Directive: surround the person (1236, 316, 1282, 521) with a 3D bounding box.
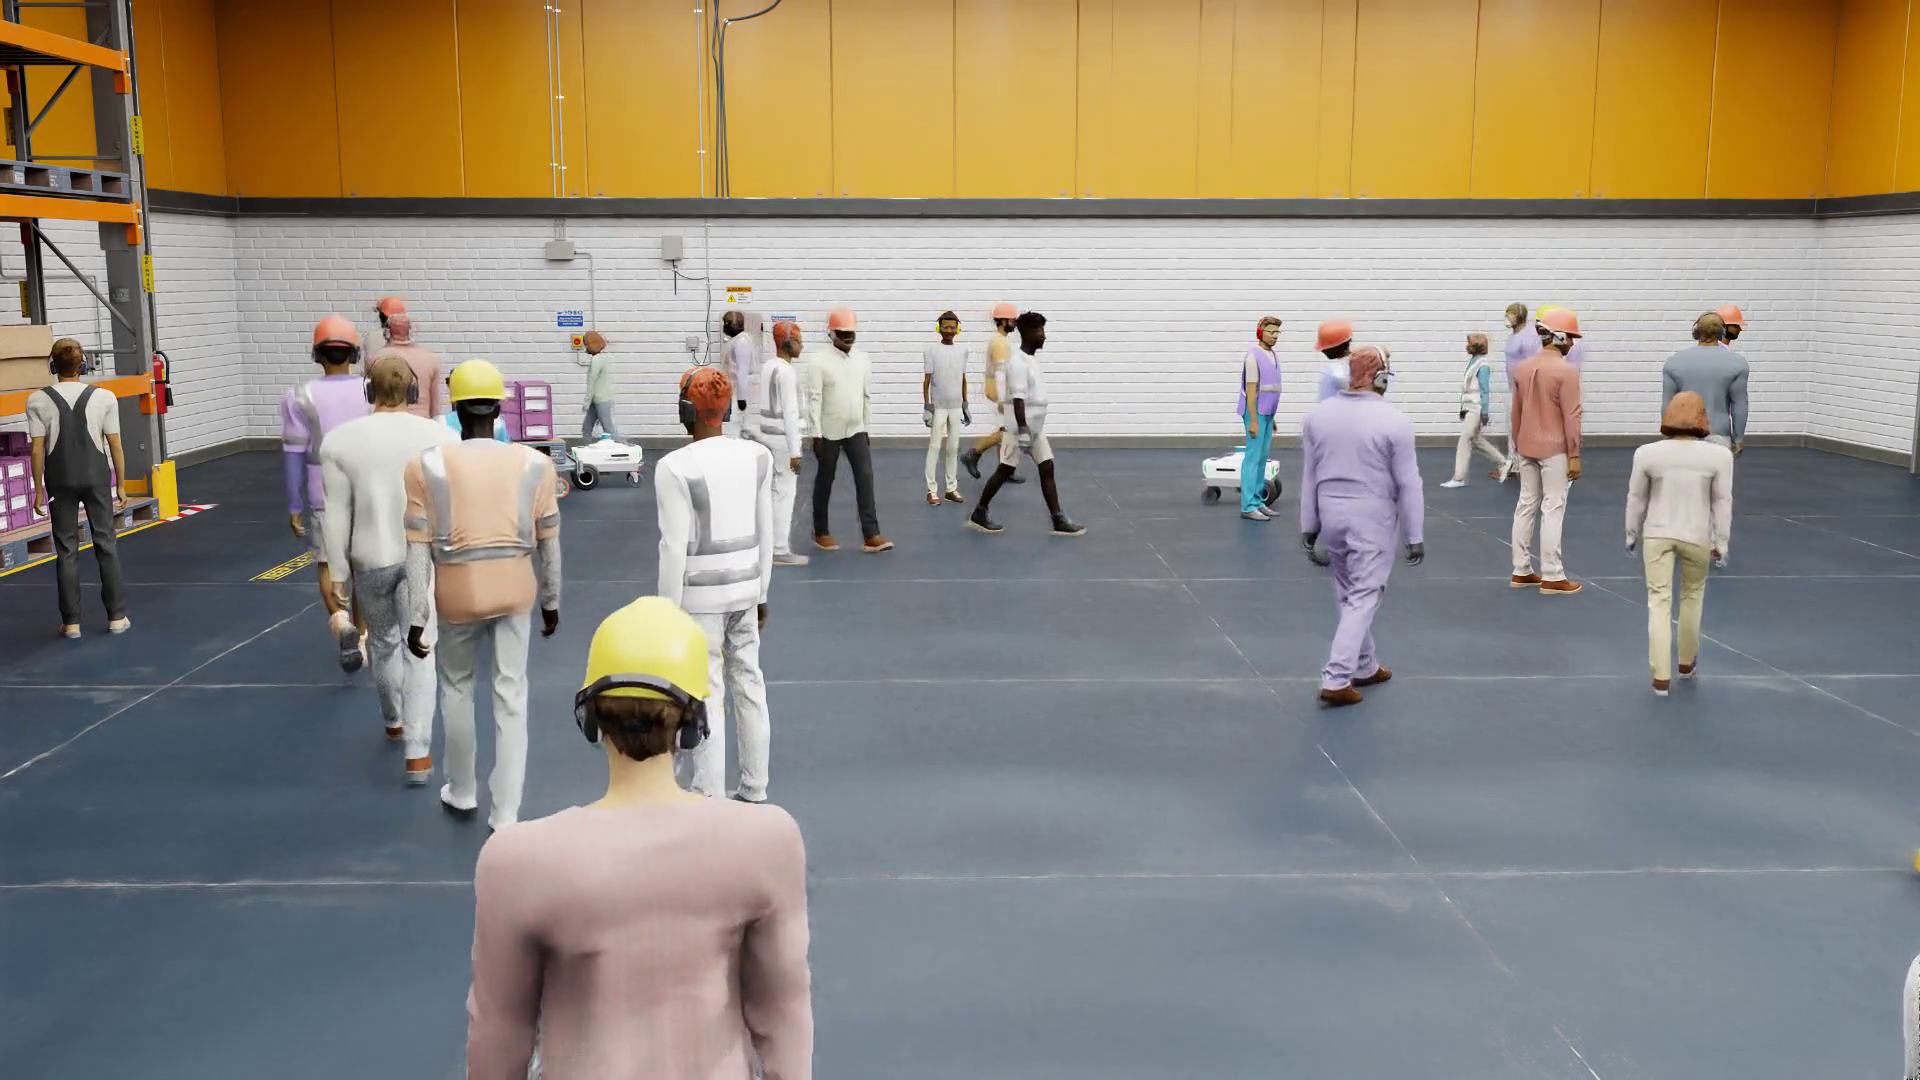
[{"bbox_3d":[2.721,-1.104,15.093,0.397,1.840,0.563,5,11,30],"label":"person"}]

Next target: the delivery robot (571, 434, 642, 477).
[{"bbox_3d":[-3.661,-0.862,17.254,0.707,0.478,0.477,-3,10,-15],"label":"delivery robot"}]

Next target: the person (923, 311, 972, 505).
[{"bbox_3d":[-0.119,-1.271,16.049,0.514,1.865,0.327,-5,11,-30],"label":"person"}]

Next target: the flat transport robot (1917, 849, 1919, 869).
[{"bbox_3d":[3.870,1.248,5.470,0.652,0.197,1.431,0,9,2],"label":"flat transport robot"}]

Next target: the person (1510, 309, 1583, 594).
[{"bbox_3d":[4.133,-0.618,11.670,0.391,1.986,0.608,-4,10,-23],"label":"person"}]

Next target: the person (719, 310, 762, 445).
[{"bbox_3d":[-2.370,-1.637,18.442,0.721,1.820,0.635,-1,9,-5],"label":"person"}]

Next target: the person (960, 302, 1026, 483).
[{"bbox_3d":[0.367,-1.535,17.477,0.599,1.925,0.561,0,9,0],"label":"person"}]

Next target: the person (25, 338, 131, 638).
[{"bbox_3d":[-5.433,-0.318,10.261,0.516,1.843,0.327,-5,11,-29],"label":"person"}]

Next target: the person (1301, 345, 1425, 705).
[{"bbox_3d":[2.136,-0.082,8.740,0.822,1.873,0.667,-8,12,-40],"label":"person"}]

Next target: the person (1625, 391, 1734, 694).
[{"bbox_3d":[3.895,-0.004,9.040,0.523,1.600,0.752,4,10,22],"label":"person"}]

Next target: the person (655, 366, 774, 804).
[{"bbox_3d":[-0.984,0.251,6.657,0.355,1.883,0.572,8,12,41],"label":"person"}]

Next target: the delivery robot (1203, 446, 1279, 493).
[{"bbox_3d":[2.704,-0.661,16.022,0.707,0.478,0.477,3,10,17],"label":"delivery robot"}]

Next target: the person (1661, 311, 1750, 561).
[{"bbox_3d":[5.780,-0.803,12.946,0.629,1.940,0.372,6,11,32],"label":"person"}]

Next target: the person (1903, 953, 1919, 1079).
[{"bbox_3d":[1.273,1.047,1.835,0.518,1.865,0.323,2,10,14],"label":"person"}]

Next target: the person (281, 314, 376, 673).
[{"bbox_3d":[-3.418,-0.240,9.254,0.611,2.024,0.757,-5,10,-27],"label":"person"}]

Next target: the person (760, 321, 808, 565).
[{"bbox_3d":[-1.383,-0.723,12.726,0.393,1.864,0.640,-3,10,-19],"label":"person"}]

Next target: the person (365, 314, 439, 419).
[{"bbox_3d":[-4.736,-0.956,14.043,0.668,1.883,0.664,-8,12,-41],"label":"person"}]

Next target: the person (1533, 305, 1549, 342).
[{"bbox_3d":[7.054,-1.932,20.198,0.404,1.829,0.600,1,9,3],"label":"person"}]

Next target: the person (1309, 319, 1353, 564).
[{"bbox_3d":[2.963,-0.739,12.738,0.658,1.887,0.400,-4,10,-25],"label":"person"}]

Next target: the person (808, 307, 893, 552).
[{"bbox_3d":[-0.894,-0.855,13.201,0.652,1.952,0.927,-7,12,-37],"label":"person"}]

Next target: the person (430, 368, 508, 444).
[{"bbox_3d":[-3.126,-0.283,10.636,0.542,1.649,0.887,-5,10,-28],"label":"person"}]

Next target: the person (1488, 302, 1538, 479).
[{"bbox_3d":[6.153,-1.602,17.931,0.748,1.922,0.644,0,9,3],"label":"person"}]

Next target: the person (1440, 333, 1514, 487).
[{"bbox_3d":[5.397,-1.344,17.249,0.717,1.616,0.520,1,9,5],"label":"person"}]

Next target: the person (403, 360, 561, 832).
[{"bbox_3d":[-1.936,0.224,6.745,0.624,1.896,0.788,-4,10,-24],"label":"person"}]

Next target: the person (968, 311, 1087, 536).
[{"bbox_3d":[0.542,-0.980,14.127,1.032,1.919,0.608,3,10,20],"label":"person"}]

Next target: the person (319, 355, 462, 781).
[{"bbox_3d":[-2.543,0.102,7.596,0.652,1.880,1.035,-2,10,-14],"label":"person"}]

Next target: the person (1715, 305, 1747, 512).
[{"bbox_3d":[7.003,-1.190,15.324,0.354,1.939,0.545,5,11,29],"label":"person"}]

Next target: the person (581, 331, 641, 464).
[{"bbox_3d":[-3.986,-1.546,18.592,0.836,1.593,0.493,-2,9,-9],"label":"person"}]

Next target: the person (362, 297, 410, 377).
[{"bbox_3d":[-5.957,-1.498,17.092,0.674,1.986,1.046,5,11,29],"label":"person"}]

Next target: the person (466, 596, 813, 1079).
[{"bbox_3d":[-0.513,0.965,2.696,0.533,1.747,0.425,-4,10,-24],"label":"person"}]

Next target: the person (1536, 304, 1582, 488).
[{"bbox_3d":[5.992,-1.418,16.814,0.423,1.912,0.604,-3,10,-16],"label":"person"}]
